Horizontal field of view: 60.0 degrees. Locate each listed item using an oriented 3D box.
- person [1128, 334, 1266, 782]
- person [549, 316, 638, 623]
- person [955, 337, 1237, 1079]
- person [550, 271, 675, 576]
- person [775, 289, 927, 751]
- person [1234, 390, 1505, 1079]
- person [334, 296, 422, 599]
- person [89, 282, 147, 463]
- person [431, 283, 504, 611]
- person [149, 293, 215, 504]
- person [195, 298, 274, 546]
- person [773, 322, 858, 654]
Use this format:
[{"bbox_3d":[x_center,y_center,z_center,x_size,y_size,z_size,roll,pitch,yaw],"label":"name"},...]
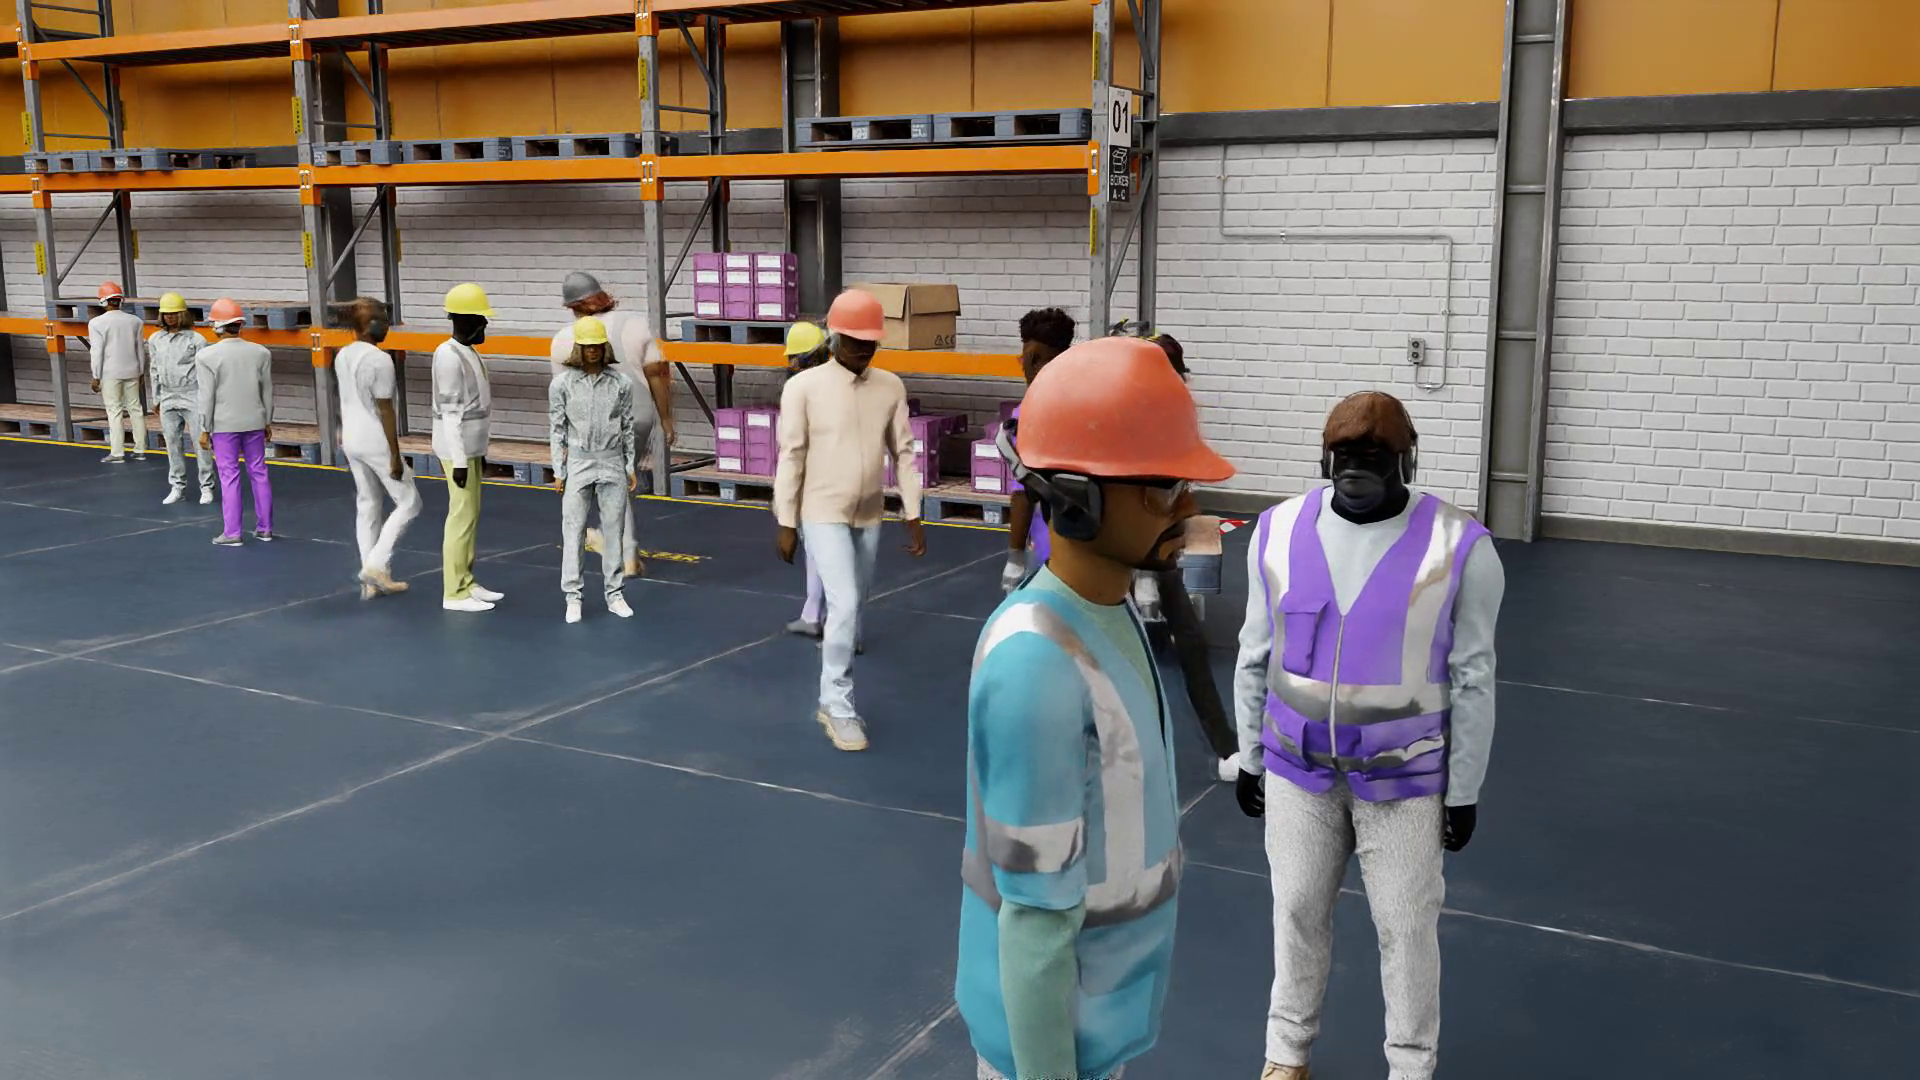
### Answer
[{"bbox_3d":[0.823,0.098,6.612,0.918,1.811,0.542,7,13,35],"label":"person"},{"bbox_3d":[-2.076,-0.400,9.483,0.492,1.742,0.319,-5,12,-26],"label":"person"},{"bbox_3d":[0.198,0.716,2.544,0.397,2.043,0.610,2,11,12],"label":"person"},{"bbox_3d":[-2.313,-0.815,10.942,0.749,2.000,1.004,-7,12,-33],"label":"person"},{"bbox_3d":[-0.436,-0.086,7.165,0.627,1.955,0.745,-8,13,-38],"label":"person"},{"bbox_3d":[0.956,0.552,4.025,0.629,1.835,0.429,6,12,30],"label":"person"},{"bbox_3d":[-3.509,-0.541,10.009,0.519,1.834,0.397,6,12,32],"label":"person"},{"bbox_3d":[-8.208,-1.632,16.205,0.329,1.751,0.572,5,12,27],"label":"person"},{"bbox_3d":[-2.885,-0.538,9.772,0.399,1.919,0.589,-1,10,-7],"label":"person"},{"bbox_3d":[-6.375,-1.147,13.608,0.485,1.738,0.345,0,10,3],"label":"person"},{"bbox_3d":[-5.161,-0.840,11.851,0.320,1.755,0.570,7,13,35],"label":"person"},{"bbox_3d":[-0.811,-0.274,8.791,0.732,1.733,0.541,7,12,32],"label":"person"}]
